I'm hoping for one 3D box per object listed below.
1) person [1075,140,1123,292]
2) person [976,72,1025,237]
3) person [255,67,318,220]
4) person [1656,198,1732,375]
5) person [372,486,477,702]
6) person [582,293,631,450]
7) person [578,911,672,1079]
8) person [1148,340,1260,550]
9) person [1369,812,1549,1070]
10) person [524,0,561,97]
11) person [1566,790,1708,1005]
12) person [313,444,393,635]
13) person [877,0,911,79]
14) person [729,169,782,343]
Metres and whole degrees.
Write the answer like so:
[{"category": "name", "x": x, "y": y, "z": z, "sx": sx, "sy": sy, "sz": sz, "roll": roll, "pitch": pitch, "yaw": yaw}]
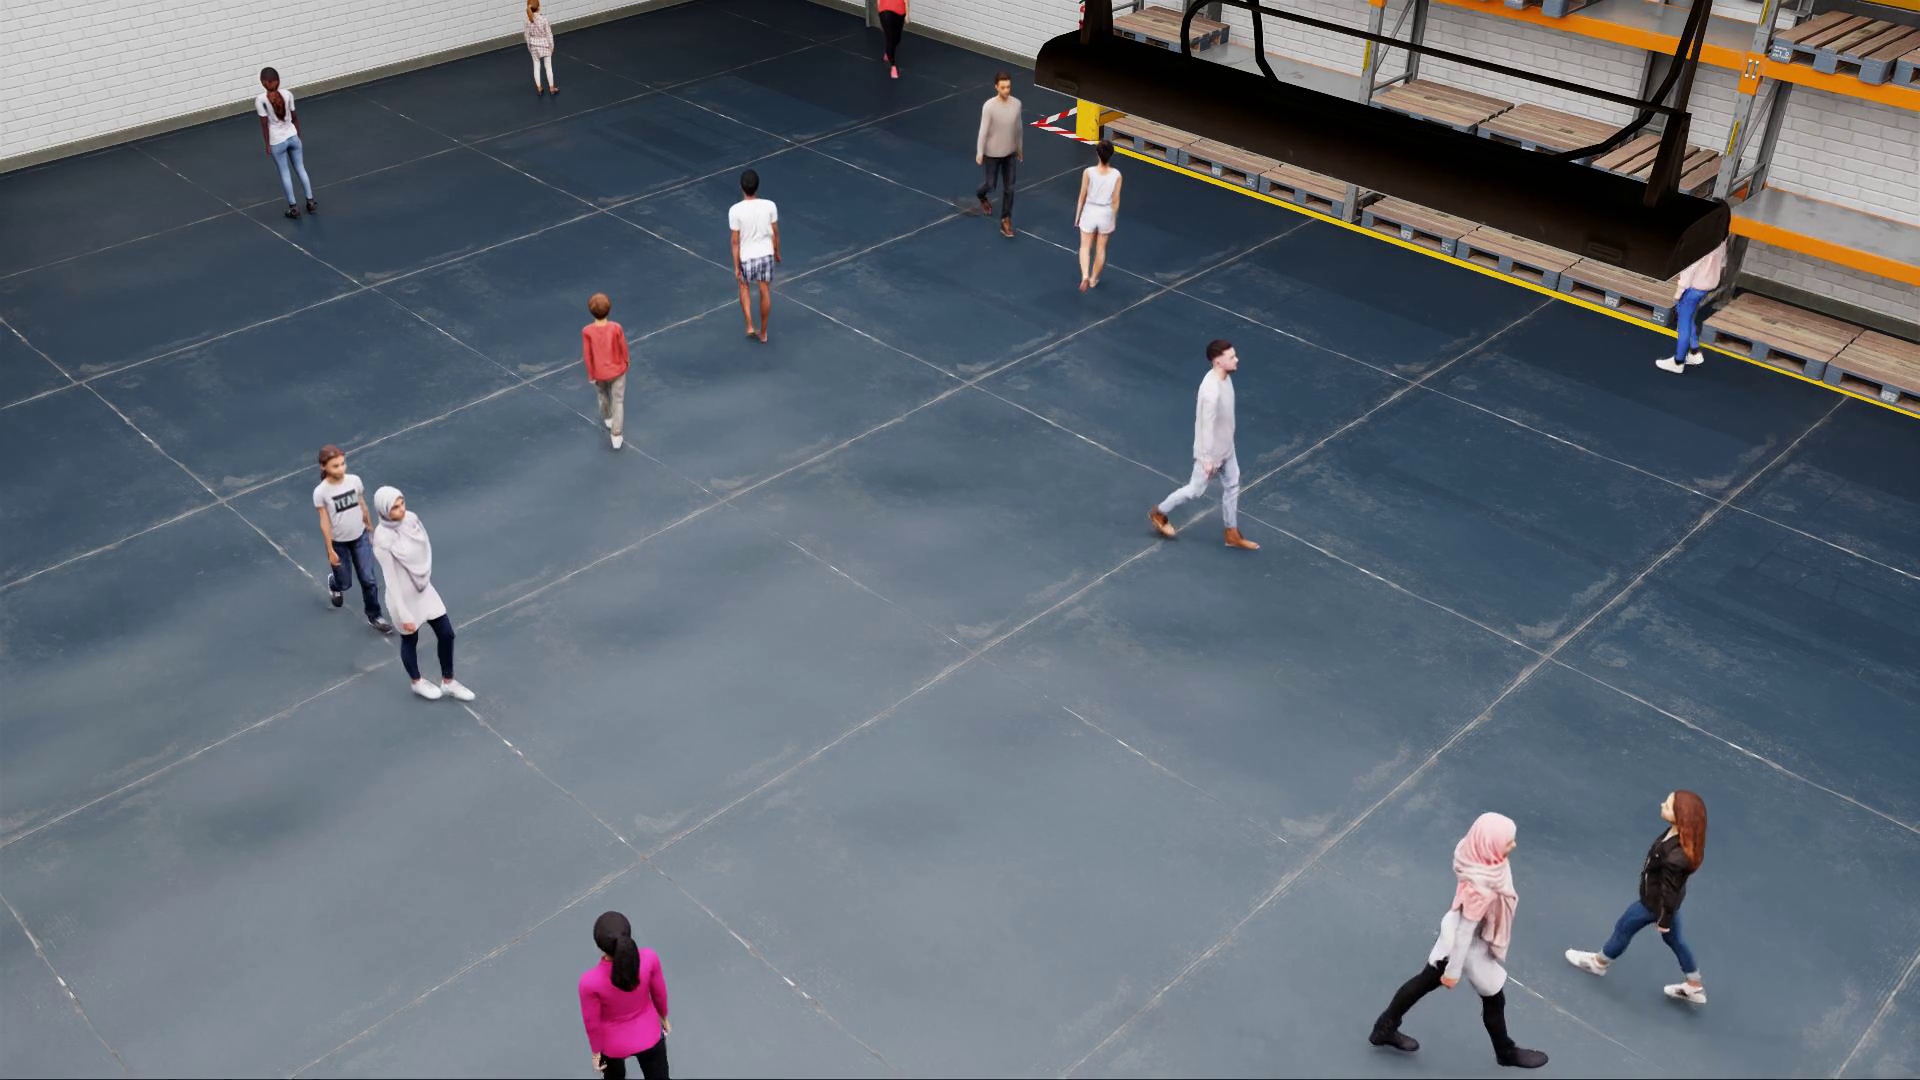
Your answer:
[{"category": "person", "x": 1.414, "y": -3.286, "z": 17.038, "sx": 0.886, "sy": 1.619, "sz": 0.926, "roll": 1, "pitch": 34, "yaw": 2}, {"category": "person", "x": 0.415, "y": -4.291, "z": 18.350, "sx": 0.920, "sy": 1.842, "sz": 1.094, "roll": -16, "pitch": 37, "yaw": -23}, {"category": "person", "x": -7.615, "y": -4.487, "z": 18.755, "sx": 0.514, "sy": 1.720, "sz": 0.575, "roll": 28, "pitch": 43, "yaw": 35}, {"category": "person", "x": 6.932, "y": -2.323, "z": 15.462, "sx": 0.672, "sy": 1.760, "sz": 0.641, "roll": -26, "pitch": 42, "yaw": -34}, {"category": "person", "x": -3.830, "y": 0.380, "z": 11.399, "sx": 0.838, "sy": 1.758, "sz": 0.750, "roll": 15, "pitch": 36, "yaw": 21}, {"category": "person", "x": -3.059, "y": -1.444, "z": 14.472, "sx": 0.810, "sy": 1.394, "sz": 0.908, "roll": -3, "pitch": 34, "yaw": -5}, {"category": "person", "x": -1.594, "y": 2.538, "z": 8.227, "sx": 0.775, "sy": 1.673, "sz": 1.114, "roll": -17, "pitch": 37, "yaw": -24}, {"category": "person", "x": 1.906, "y": -0.740, "z": 13.034, "sx": 1.262, "sy": 1.812, "sz": 0.986, "roll": 13, "pitch": 36, "yaw": 19}, {"category": "person", "x": 2.571, "y": 2.133, "z": 8.770, "sx": 1.258, "sy": 1.747, "sz": 1.080, "roll": 6, "pitch": 34, "yaw": 9}, {"category": "person", "x": -5.653, "y": -6.644, "z": 22.368, "sx": 0.617, "sy": 1.313, "sz": 0.683, "roll": 2, "pitch": 34, "yaw": 3}, {"category": "person", "x": 3.977, "y": 2.007, "z": 9.229, "sx": 1.033, "sy": 1.449, "sz": 0.670, "roll": 21, "pitch": 39, "yaw": 29}, {"category": "person", "x": -4.533, "y": -0.029, "z": 12.202, "sx": 0.539, "sy": 1.549, "sz": 0.845, "roll": -28, "pitch": 43, "yaw": -36}, {"category": "person", "x": -0.964, "y": -7.294, "z": 23.049, "sx": 1.044, "sy": 1.642, "sz": 1.224, "roll": -5, "pitch": 34, "yaw": -8}, {"category": "person", "x": -1.960, "y": -2.693, "z": 16.060, "sx": 0.756, "sy": 1.715, "sz": 0.785, "roll": -7, "pitch": 34, "yaw": -10}]
